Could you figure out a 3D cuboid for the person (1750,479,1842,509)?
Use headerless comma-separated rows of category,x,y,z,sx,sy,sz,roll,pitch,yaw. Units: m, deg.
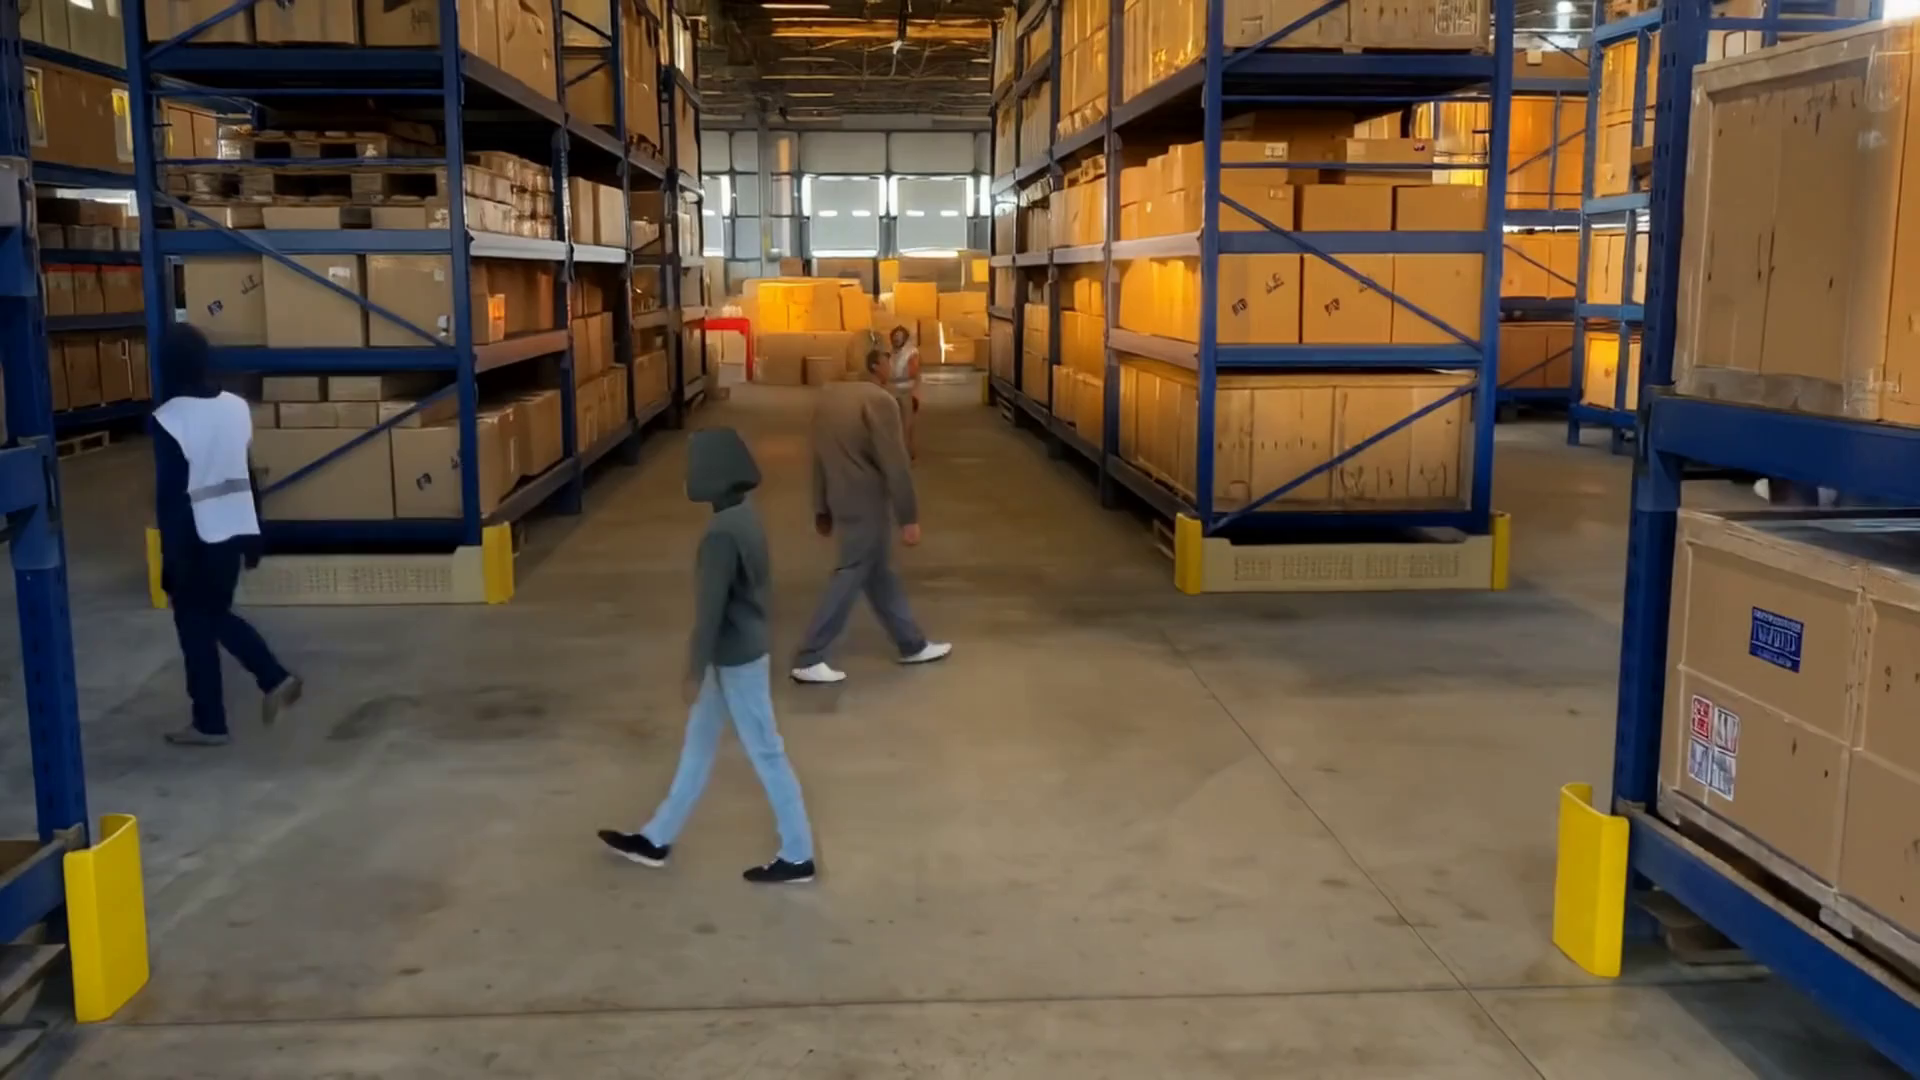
person,3.647,0.076,7.185,0.639,1.820,0.564,6,11,34

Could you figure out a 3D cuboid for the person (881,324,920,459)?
person,-0.665,-1.574,18.233,0.523,1.597,0.783,2,9,14

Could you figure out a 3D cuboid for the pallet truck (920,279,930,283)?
pallet truck,-0.932,-8.922,63.114,1.885,1.965,0.823,2,9,13

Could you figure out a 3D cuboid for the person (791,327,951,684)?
person,-0.474,-0.184,8.715,1.021,1.853,0.655,-5,11,-31

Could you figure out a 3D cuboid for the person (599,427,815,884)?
person,-0.883,0.413,5.727,0.818,1.589,0.526,0,9,-1

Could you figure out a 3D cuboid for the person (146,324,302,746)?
person,-3.314,-0.003,7.382,0.531,1.903,0.603,2,9,12

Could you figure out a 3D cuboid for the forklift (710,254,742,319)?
forklift,-8.383,-8.512,57.776,1.873,2.768,1.129,0,9,3

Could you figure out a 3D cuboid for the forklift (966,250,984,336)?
forklift,0.636,-6.855,47.373,1.129,2.768,1.873,2,9,13

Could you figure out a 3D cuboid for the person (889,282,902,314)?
person,-1.945,-7.394,53.762,0.665,1.918,0.539,-3,9,-18
